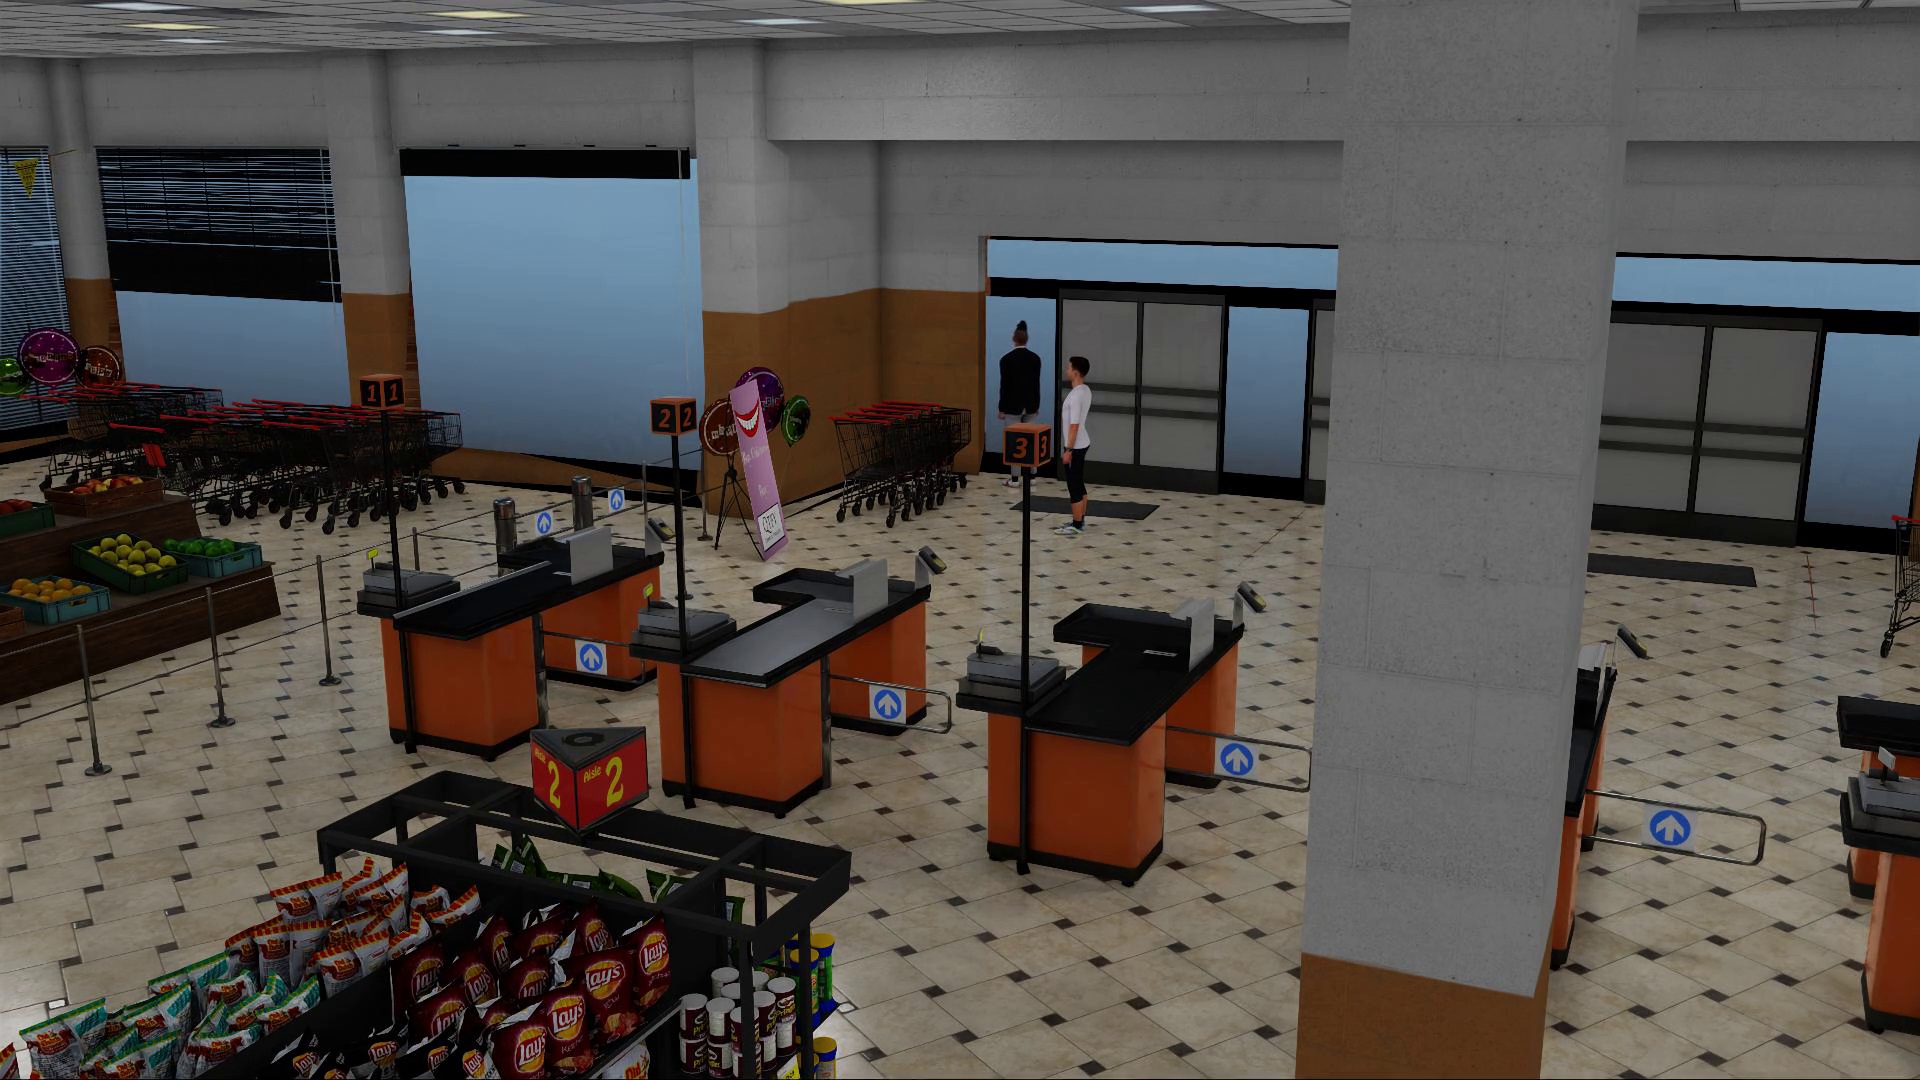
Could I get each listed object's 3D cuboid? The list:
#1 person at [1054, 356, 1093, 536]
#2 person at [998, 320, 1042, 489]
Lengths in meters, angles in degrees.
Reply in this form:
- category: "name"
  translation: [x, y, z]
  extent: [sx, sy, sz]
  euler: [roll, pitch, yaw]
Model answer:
- category: "person"
  translation: [1.207, -0.983, 17.223]
  extent: [0.761, 1.852, 0.563]
  euler: [4, 14, 15]
- category: "person"
  translation: [0.716, -1.599, 19.537]
  extent: [0.768, 1.959, 0.856]
  euler: [-7, 15, -25]
